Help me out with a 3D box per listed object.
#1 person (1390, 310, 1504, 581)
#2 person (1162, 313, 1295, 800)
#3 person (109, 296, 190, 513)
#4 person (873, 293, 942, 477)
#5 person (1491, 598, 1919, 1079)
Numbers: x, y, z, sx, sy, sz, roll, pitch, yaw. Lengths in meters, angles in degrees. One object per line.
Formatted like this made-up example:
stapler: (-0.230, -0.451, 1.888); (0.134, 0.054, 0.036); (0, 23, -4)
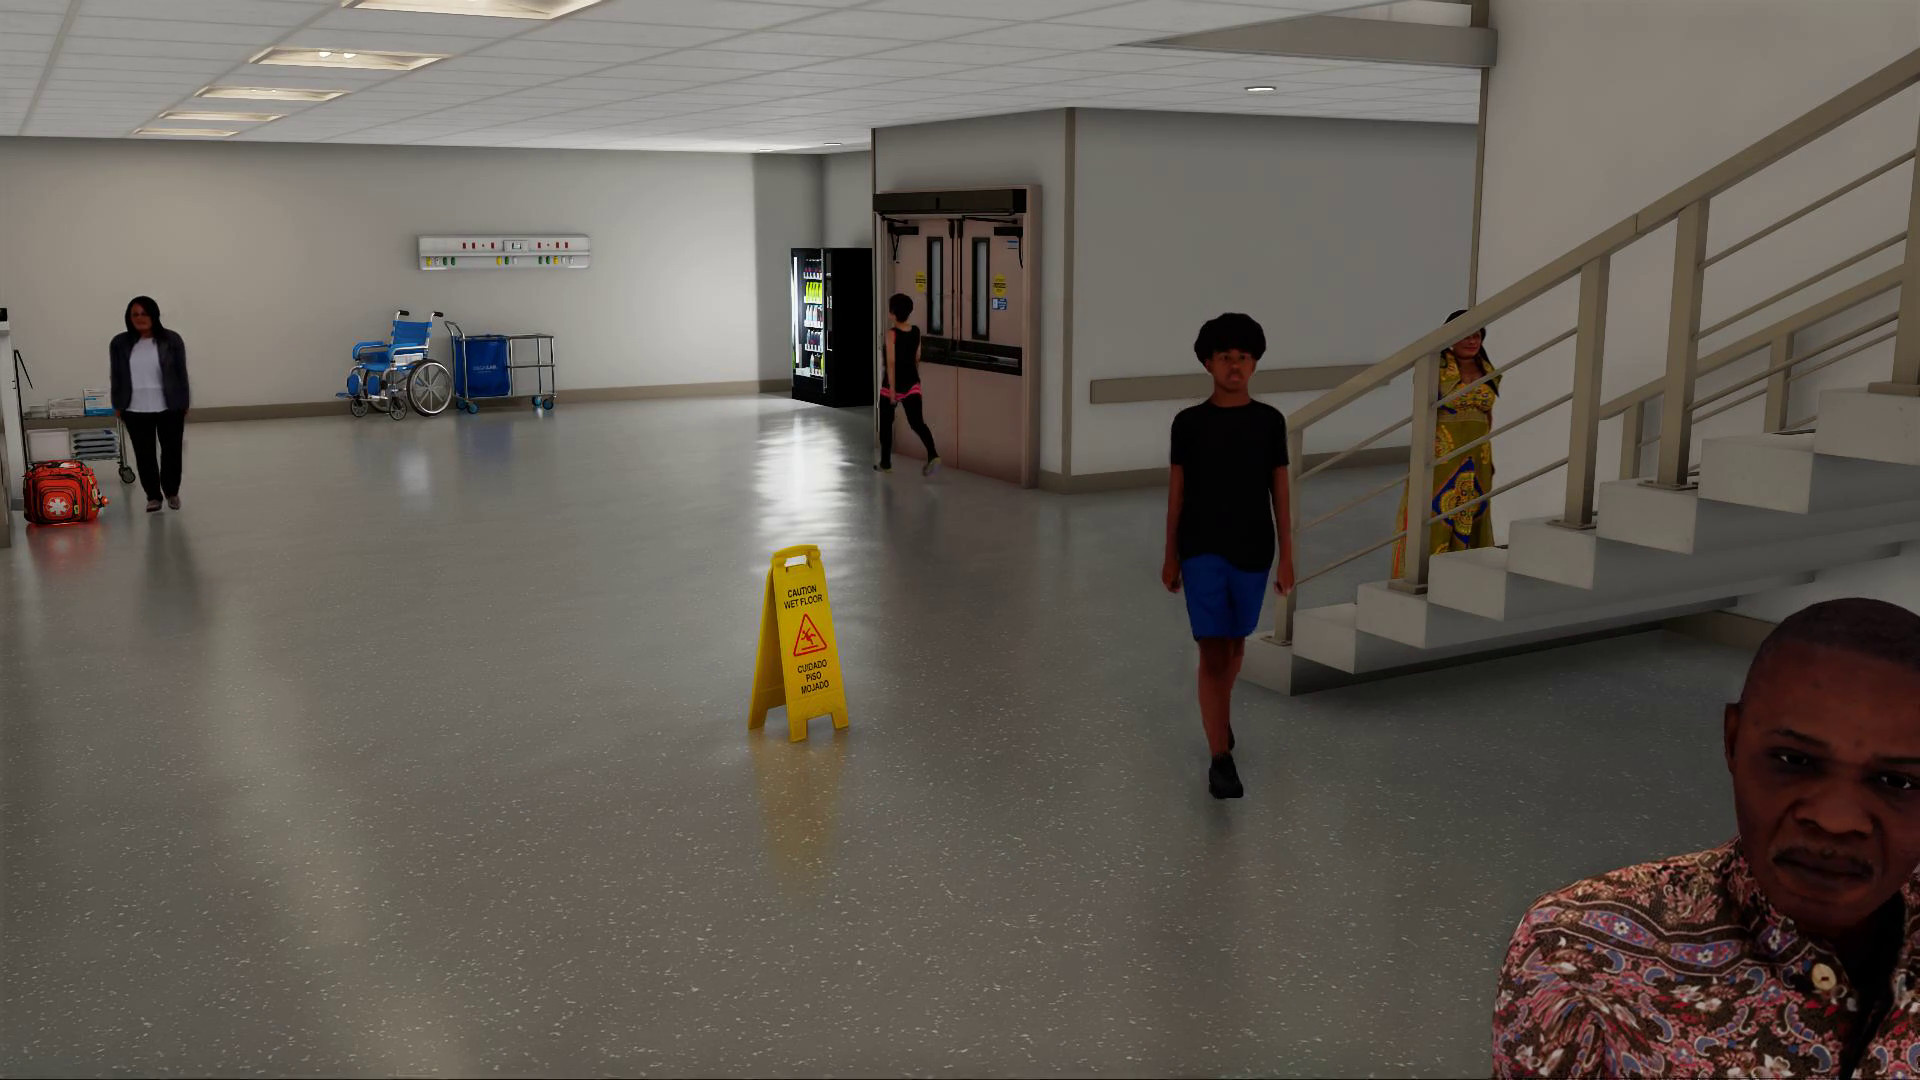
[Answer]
person: (2.744, -0.449, 9.212); (0.908, 1.660, 0.844); (-4, 11, -19)
person: (1.009, 0.047, 6.354); (1.000, 1.752, 1.268); (0, 11, -2)
person: (-5.958, -0.995, 12.293); (0.722, 1.584, 0.706); (-4, 11, -20)
person: (-0.427, -1.268, 13.900); (0.616, 1.521, 1.048); (-8, 13, -36)
person: (0.728, 0.926, 1.574); (0.775, 1.807, 0.780); (0, 11, 1)
